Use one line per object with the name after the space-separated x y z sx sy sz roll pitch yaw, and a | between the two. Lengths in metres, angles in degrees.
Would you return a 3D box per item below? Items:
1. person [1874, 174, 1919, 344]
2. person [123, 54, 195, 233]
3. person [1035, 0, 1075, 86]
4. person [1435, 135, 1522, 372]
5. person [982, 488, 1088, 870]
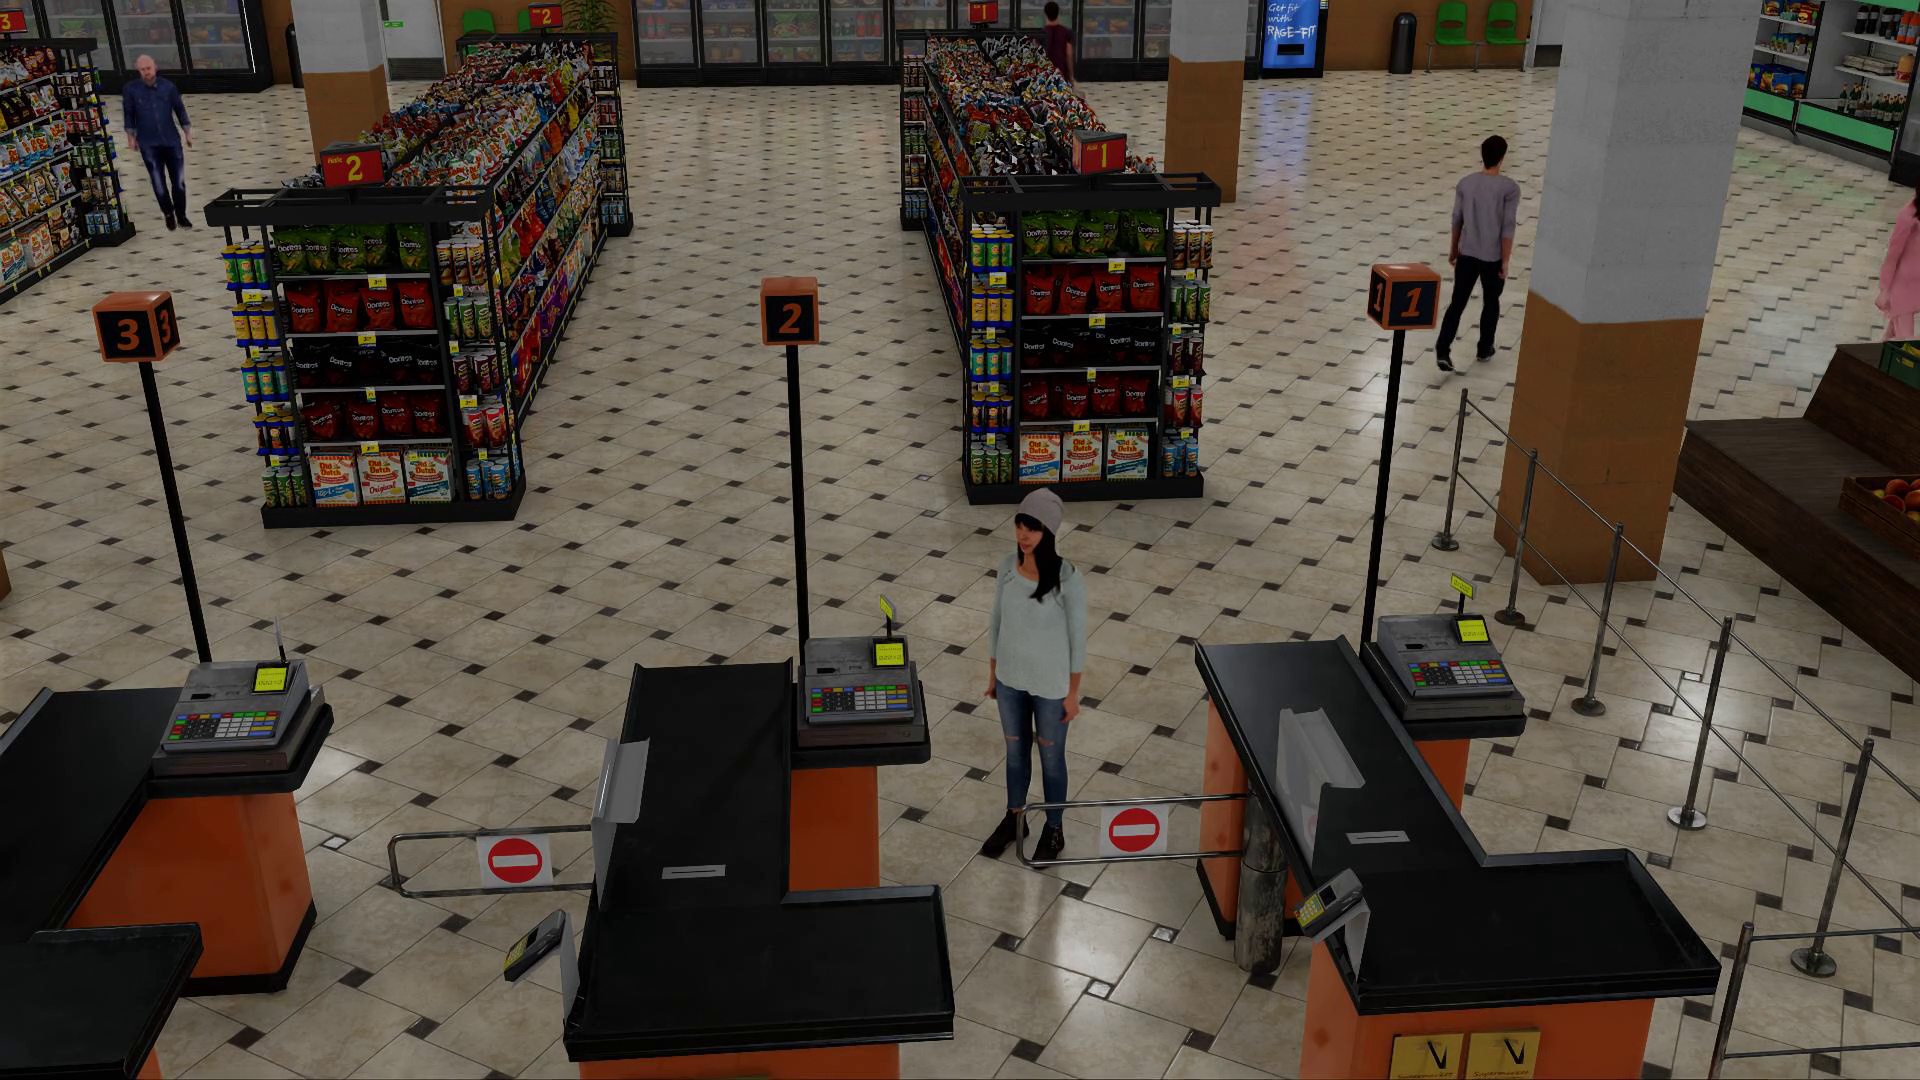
6.801 -1.847 12.136 0.751 1.790 0.776 -14 27 -29 | person
-8.361 -4.135 17.344 0.905 1.806 0.900 -20 30 -37 | person
1.209 -5.984 21.571 0.710 1.805 1.160 -3 24 -7 | person
3.976 -2.162 12.837 1.130 1.805 1.242 15 28 31 | person
0.306 0.564 6.807 0.648 1.645 0.678 14 27 29 | person
